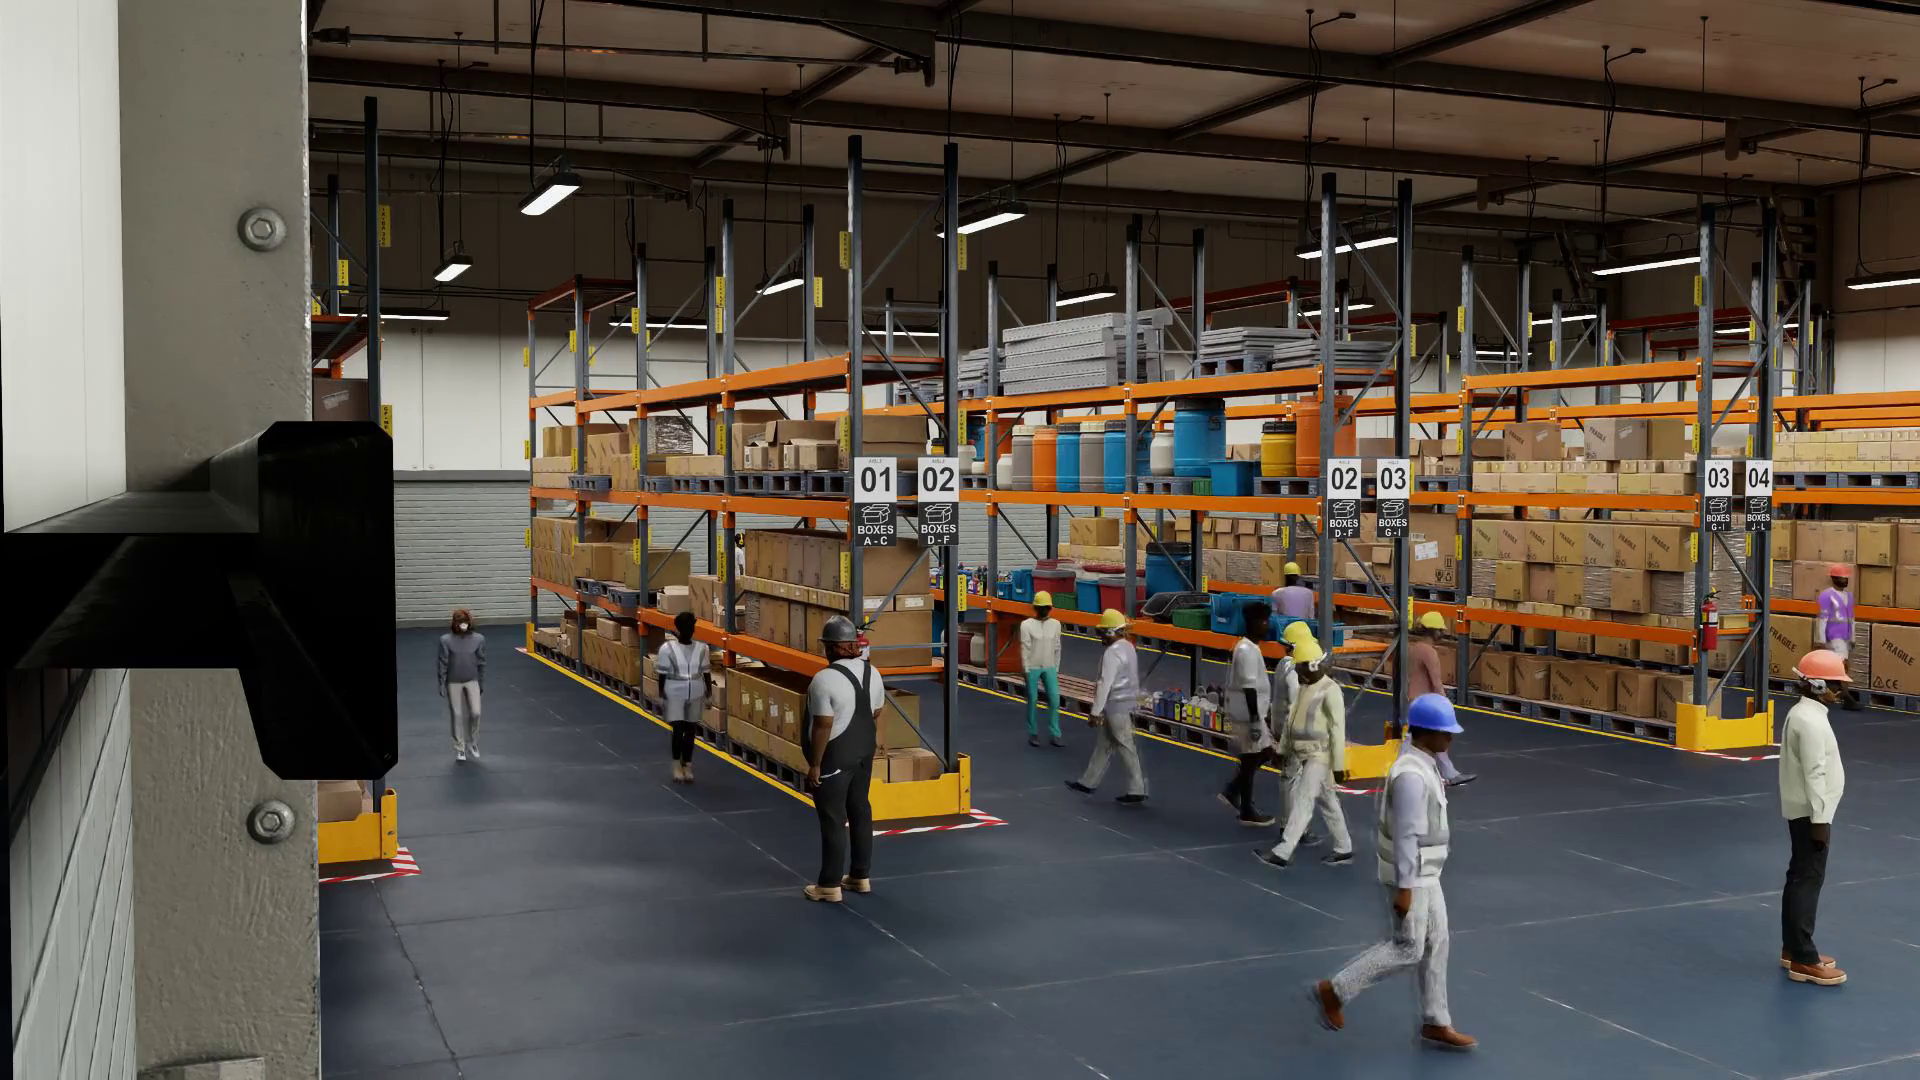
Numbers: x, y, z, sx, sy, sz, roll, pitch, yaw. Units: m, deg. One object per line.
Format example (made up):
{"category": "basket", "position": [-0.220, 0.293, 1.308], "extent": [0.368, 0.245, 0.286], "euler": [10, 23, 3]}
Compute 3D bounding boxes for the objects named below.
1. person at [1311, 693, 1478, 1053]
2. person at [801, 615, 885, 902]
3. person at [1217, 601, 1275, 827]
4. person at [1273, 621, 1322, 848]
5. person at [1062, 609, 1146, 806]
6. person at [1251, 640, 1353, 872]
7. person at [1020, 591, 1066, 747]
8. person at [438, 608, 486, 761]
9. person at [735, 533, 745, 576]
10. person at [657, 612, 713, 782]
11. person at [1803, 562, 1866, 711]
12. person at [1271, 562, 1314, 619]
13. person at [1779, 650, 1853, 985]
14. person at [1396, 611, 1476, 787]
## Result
{"category": "person", "position": [2.326, 1.753, 9.535], "extent": [0.773, 1.917, 0.632], "euler": [1, 2, 22]}
{"category": "person", "position": [-0.899, 1.576, 12.973], "extent": [0.538, 2.000, 0.686], "euler": [2, 3, 37]}
{"category": "person", "position": [2.537, 1.499, 15.538], "extent": [0.418, 1.952, 0.640], "euler": [0, 2, 9]}
{"category": "person", "position": [2.794, 1.587, 14.798], "extent": [0.404, 1.836, 0.590], "euler": [0, 2, 0]}
{"category": "person", "position": [1.328, 1.538, 16.529], "extent": [0.890, 1.790, 0.615], "euler": [1, 2, 20]}
{"category": "person", "position": [2.675, 1.659, 13.829], "extent": [0.924, 1.765, 0.576], "euler": [0, 2, -12]}
{"category": "person", "position": [0.931, 1.440, 19.862], "extent": [0.529, 1.737, 0.767], "euler": [-1, 2, -18]}
{"category": "person", "position": [-5.271, 1.535, 18.975], "extent": [0.506, 1.620, 0.430], "euler": [-1, 2, -22]}
{"category": "person", "position": [-4.336, 0.795, 35.143], "extent": [0.320, 1.862, 0.510], "euler": [-1, 2, -26]}
{"category": "person", "position": [-2.685, 1.549, 17.638], "extent": [0.556, 1.679, 0.454], "euler": [-1, 3, -29]}
{"category": "person", "position": [11.350, 1.229, 23.275], "extent": [0.552, 1.906, 0.905], "euler": [-1, 2, -27]}
{"category": "person", "position": [4.358, 1.230, 23.514], "extent": [0.600, 1.888, 0.964], "euler": [0, 2, -10]}
{"category": "person", "position": [5.200, 1.658, 10.900], "extent": [0.396, 1.990, 0.624], "euler": [1, 2, 18]}
{"category": "person", "position": [4.543, 1.552, 17.161], "extent": [0.885, 1.723, 0.536], "euler": [0, 2, 5]}
